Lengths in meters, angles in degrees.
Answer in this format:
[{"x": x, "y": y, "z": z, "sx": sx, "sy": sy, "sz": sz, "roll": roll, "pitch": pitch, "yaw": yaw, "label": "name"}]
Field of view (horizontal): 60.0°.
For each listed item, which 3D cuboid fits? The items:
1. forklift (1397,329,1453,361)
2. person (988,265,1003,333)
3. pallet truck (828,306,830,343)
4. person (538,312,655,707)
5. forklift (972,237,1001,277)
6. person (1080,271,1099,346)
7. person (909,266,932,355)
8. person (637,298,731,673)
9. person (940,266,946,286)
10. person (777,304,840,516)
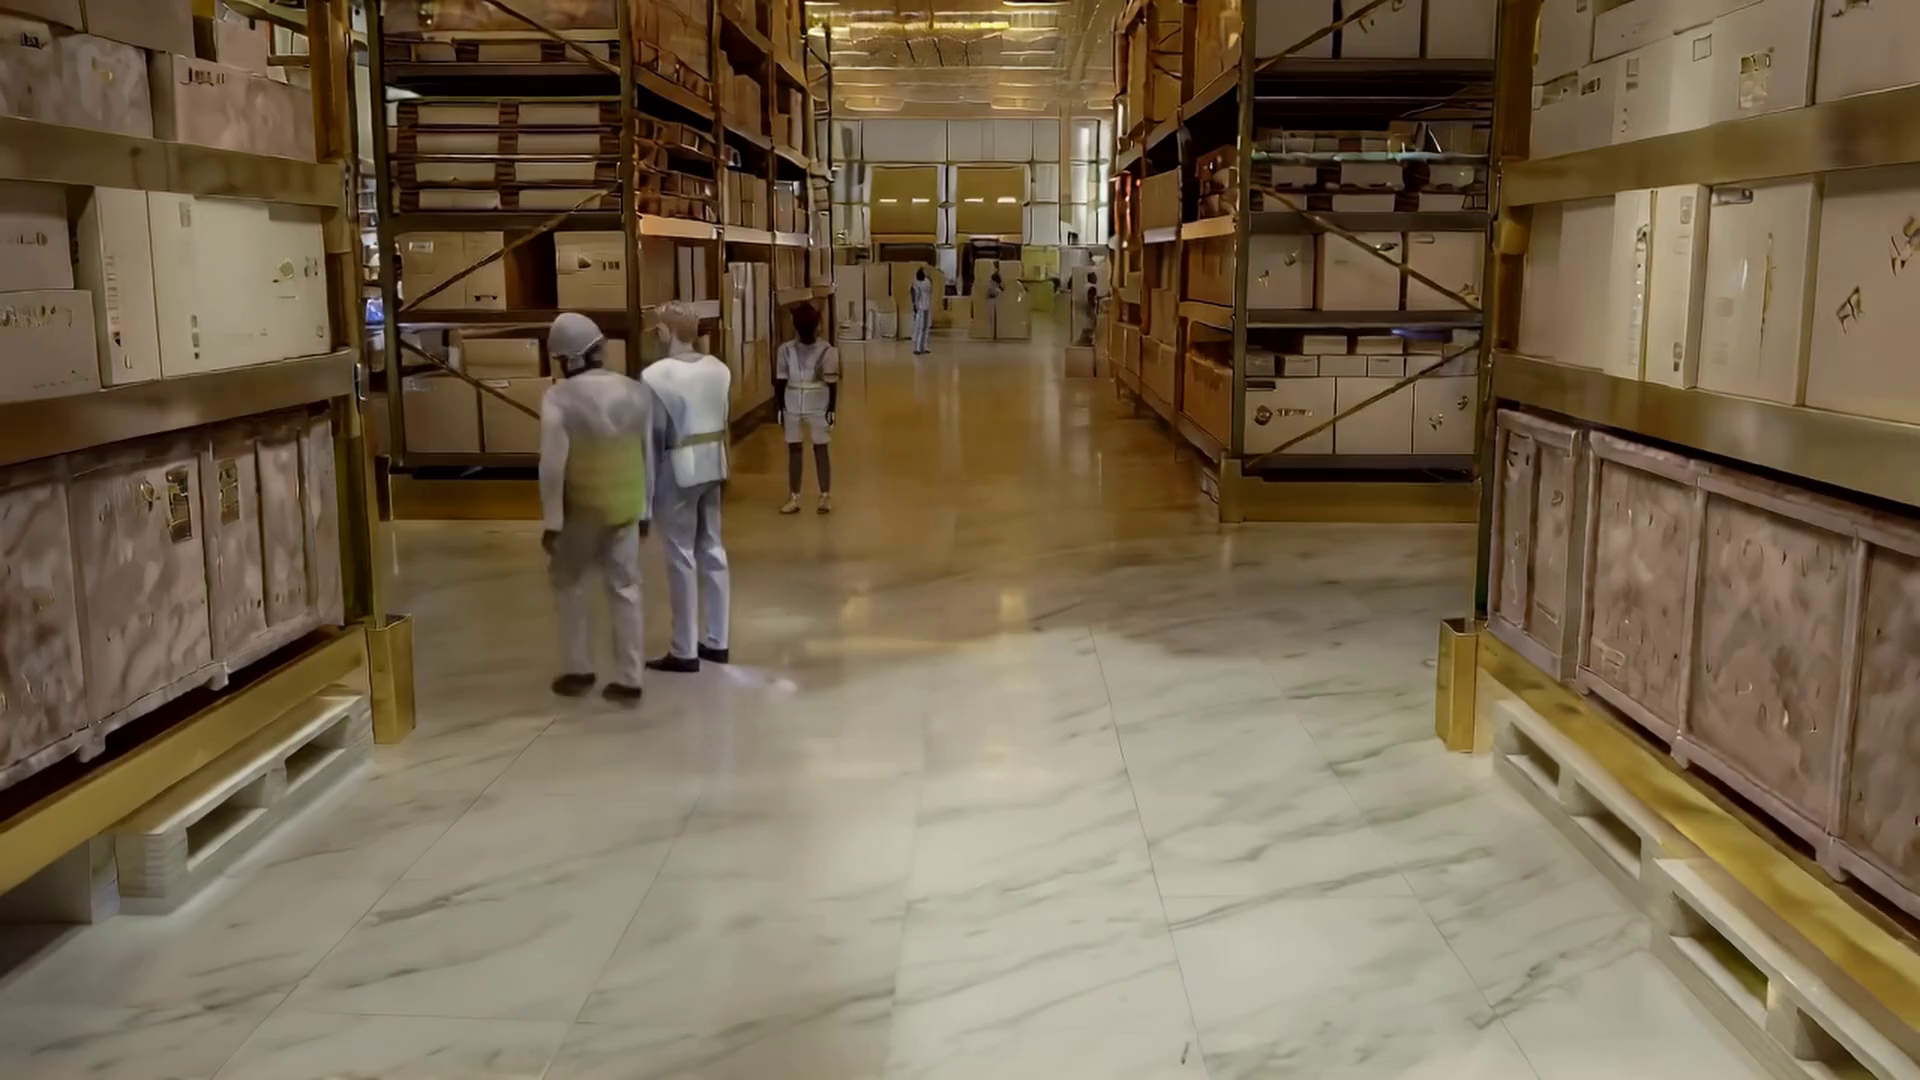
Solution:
[{"x": 9.537, "y": -4.778, "z": 32.184, "sx": 1.873, "sy": 2.768, "sz": 1.129, "roll": -1, "pitch": 10, "yaw": -5, "label": "forklift"}, {"x": 1.037, "y": -6.886, "z": 47.627, "sx": 0.349, "sy": 1.935, "sz": 0.635, "roll": -6, "pitch": 11, "yaw": -31, "label": "person"}, {"x": -3.100, "y": -3.940, "z": 29.800, "sx": 1.885, "sy": 1.965, "sz": 0.823, "roll": 3, "pitch": 10, "yaw": 19, "label": "pallet truck"}, {"x": -1.693, "y": -0.138, "z": 7.624, "sx": 0.643, "sy": 1.792, "sz": 0.656, "roll": -9, "pitch": 13, "yaw": -43, "label": "person"}, {"x": 0.849, "y": -8.383, "z": 53.775, "sx": 1.129, "sy": 2.768, "sz": 1.873, "roll": 0, "pitch": 9, "yaw": 1, "label": "forklift"}, {"x": 3.015, "y": -5.271, "z": 38.302, "sx": 0.513, "sy": 1.822, "sz": 0.632, "roll": -3, "pitch": 10, "yaw": -18, "label": "person"}, {"x": -0.839, "y": -5.026, "z": 36.484, "sx": 0.372, "sy": 1.940, "sz": 0.630, "roll": 7, "pitch": 12, "yaw": 37, "label": "person"}, {"x": -1.346, "y": -0.263, "z": 8.225, "sx": 0.394, "sy": 1.847, "sz": 0.563, "roll": 7, "pitch": 12, "yaw": 36, "label": "person"}, {"x": -0.799, "y": -10.356, "z": 68.542, "sx": 0.855, "sy": 1.901, "sz": 0.594, "roll": -2, "pitch": 10, "yaw": -12, "label": "person"}, {"x": -1.221, "y": -1.037, "z": 13.311, "sx": 0.529, "sy": 1.697, "sz": 0.321, "roll": 3, "pitch": 10, "yaw": 16, "label": "person"}]
